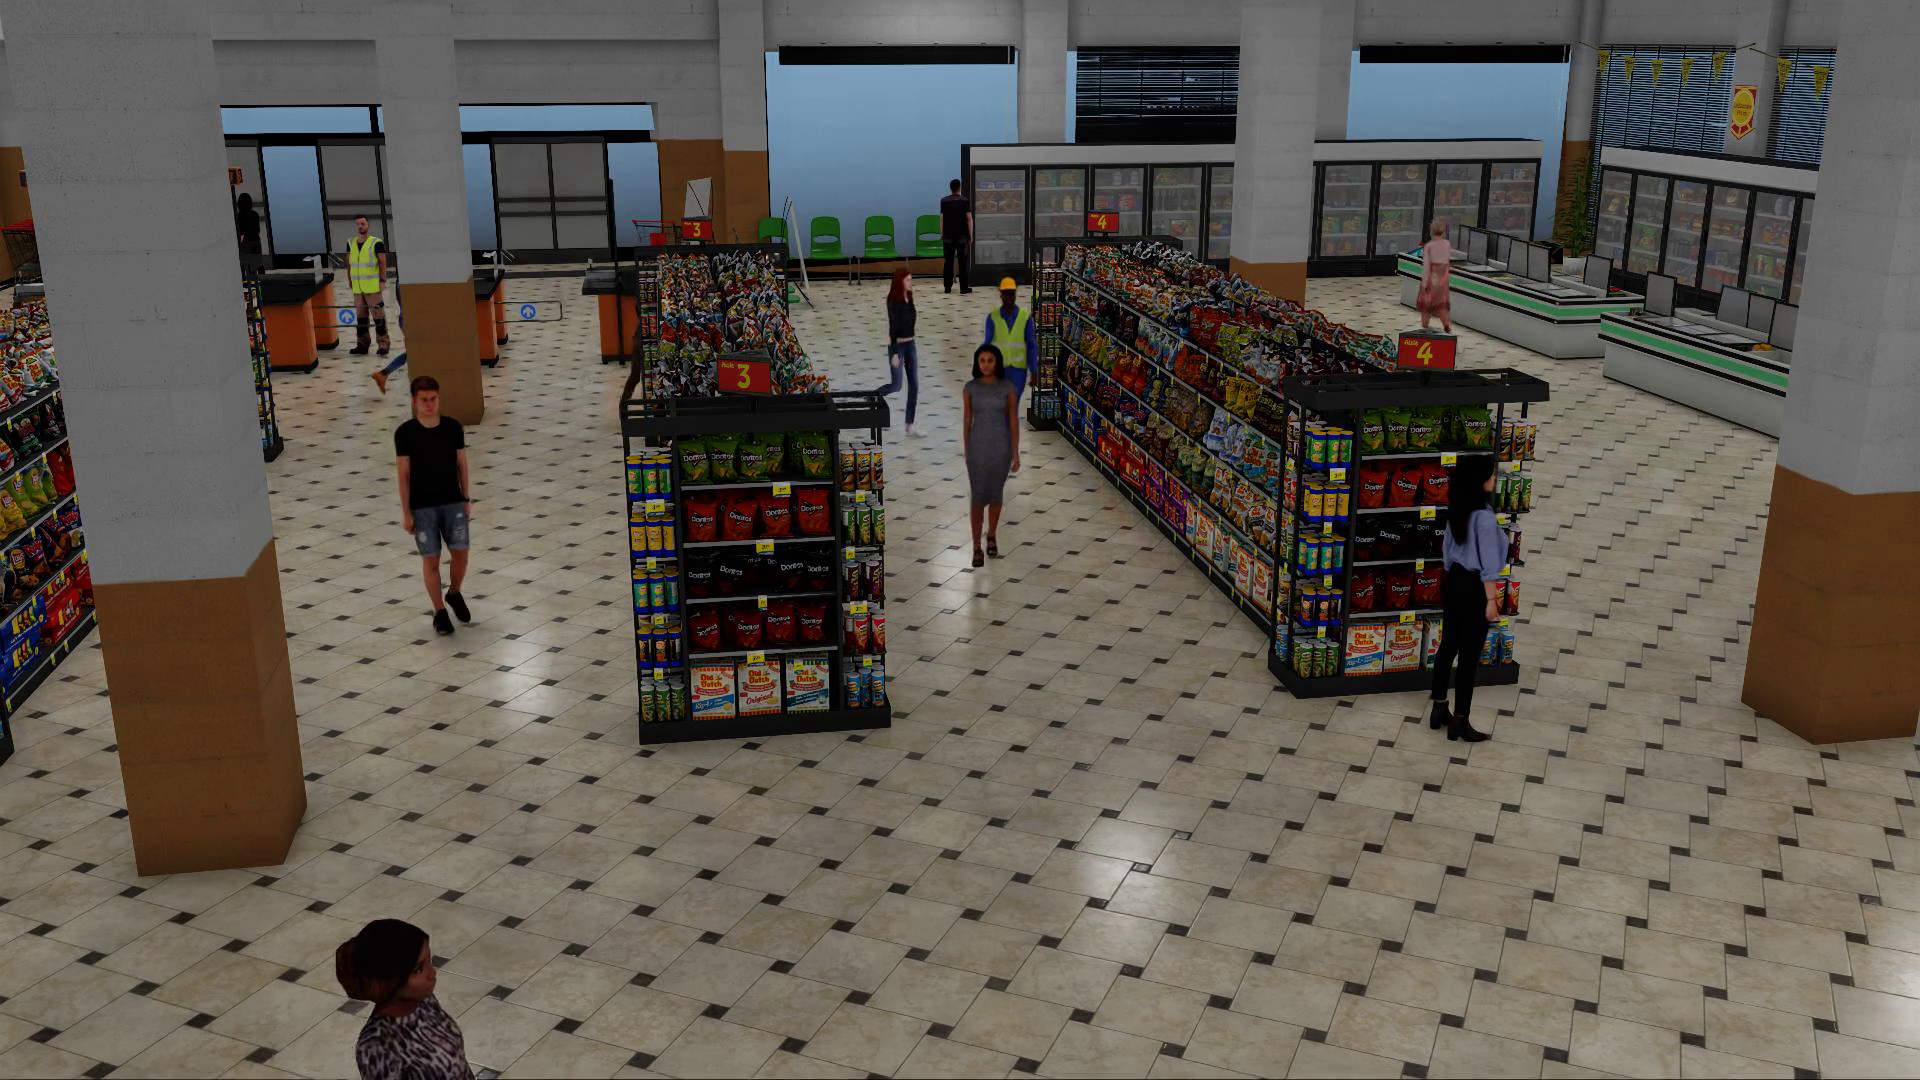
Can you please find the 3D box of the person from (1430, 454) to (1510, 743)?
[{"bbox_3d":[3.013,0.336,9.892,0.724,1.743,0.513,-5,17,-15],"label":"person"}]

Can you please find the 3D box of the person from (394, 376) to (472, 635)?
[{"bbox_3d":[-3.713,-0.264,11.705,0.752,1.837,0.778,-9,19,-28],"label":"person"}]

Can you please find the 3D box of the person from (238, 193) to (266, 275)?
[{"bbox_3d":[-11.498,-4.800,26.980,0.700,1.642,0.621,9,19,28],"label":"person"}]

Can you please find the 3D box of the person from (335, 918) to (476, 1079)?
[{"bbox_3d":[-1.680,1.892,4.901,0.782,1.667,1.105,0,17,0],"label":"person"}]

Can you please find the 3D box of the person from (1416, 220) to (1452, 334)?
[{"bbox_3d":[6.503,-3.474,22.576,0.598,1.665,1.027,-2,17,-7],"label":"person"}]

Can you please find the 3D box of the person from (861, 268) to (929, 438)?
[{"bbox_3d":[-0.684,-1.944,17.358,1.067,1.769,1.031,10,20,31],"label":"person"}]

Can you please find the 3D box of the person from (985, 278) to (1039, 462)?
[{"bbox_3d":[0.479,-1.694,16.520,0.696,1.778,1.125,-3,17,-8],"label":"person"}]

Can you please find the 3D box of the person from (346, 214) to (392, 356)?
[{"bbox_3d":[-7.807,-3.359,21.884,0.793,1.846,0.823,2,17,8],"label":"person"}]

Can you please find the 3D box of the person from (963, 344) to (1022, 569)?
[{"bbox_3d":[0.243,-0.681,13.230,0.725,1.751,1.055,0,17,-1],"label":"person"}]

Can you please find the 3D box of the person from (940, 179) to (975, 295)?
[{"bbox_3d":[-0.065,-4.964,27.170,0.809,1.846,0.776,5,18,16],"label":"person"}]
